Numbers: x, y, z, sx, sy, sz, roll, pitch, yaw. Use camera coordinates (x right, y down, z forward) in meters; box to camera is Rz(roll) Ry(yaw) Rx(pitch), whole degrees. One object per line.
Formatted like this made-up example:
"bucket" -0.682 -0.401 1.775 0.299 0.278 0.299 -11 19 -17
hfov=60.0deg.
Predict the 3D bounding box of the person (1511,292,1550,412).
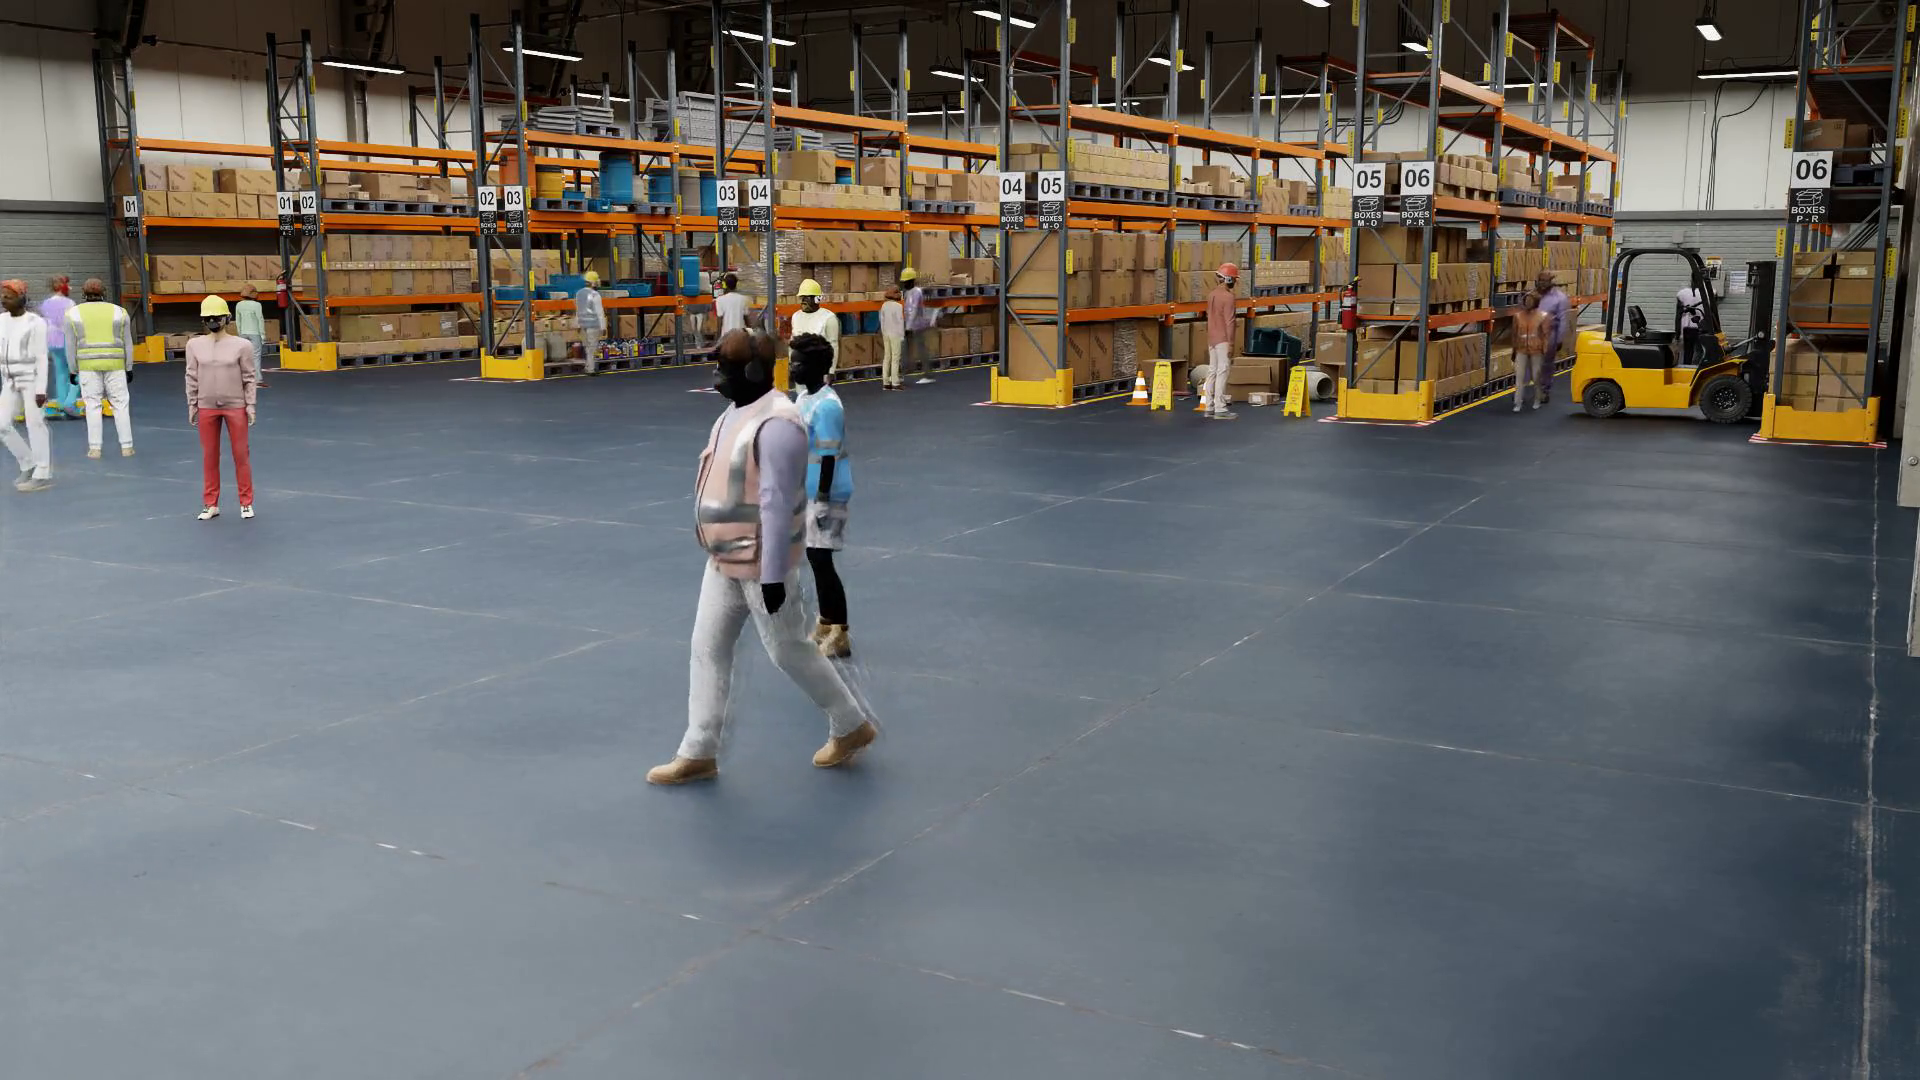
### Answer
"person" 7.684 -2.535 22.367 0.522 1.609 0.798 6 12 33

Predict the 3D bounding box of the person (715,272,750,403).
"person" -3.166 -2.831 23.391 0.522 1.852 0.706 -5 11 -29

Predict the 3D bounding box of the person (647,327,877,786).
"person" -0.766 0.061 6.579 0.917 1.806 0.631 -5 11 -28

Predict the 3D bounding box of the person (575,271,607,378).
"person" -6.233 -3.672 28.400 0.630 1.809 0.587 8 13 41

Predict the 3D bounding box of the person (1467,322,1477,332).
"person" 11.871 -5.266 37.635 1.012 1.858 0.664 9 13 42

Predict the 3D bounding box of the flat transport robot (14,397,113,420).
"flat transport robot" -11.554 -1.686 21.283 1.431 0.197 0.652 -7 12 -35

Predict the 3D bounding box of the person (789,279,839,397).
"person" -1.553 -1.799 17.378 0.600 1.832 0.404 6 11 31

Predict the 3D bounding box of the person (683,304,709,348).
"person" -5.677 -4.794 35.586 0.505 1.609 0.724 3 10 15

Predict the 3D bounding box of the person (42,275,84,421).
"person" -11.264 -2.408 20.938 0.593 1.830 0.449 5 11 25

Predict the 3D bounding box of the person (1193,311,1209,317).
"person" 5.023 -4.540 34.065 0.510 1.610 0.794 0 10 2

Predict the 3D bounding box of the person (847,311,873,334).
"person" -2.105 -4.787 35.125 0.546 1.746 0.526 4 11 24

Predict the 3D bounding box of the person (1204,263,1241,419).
"person" 3.367 -2.532 21.230 0.402 1.986 0.610 -3 10 -18

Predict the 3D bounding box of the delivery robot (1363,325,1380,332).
"delivery robot" 9.377 -4.629 37.407 0.707 0.478 0.477 -1 10 -9

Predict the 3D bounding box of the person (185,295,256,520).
"person" -5.825 -1.039 13.127 0.522 1.769 0.311 -2 10 -12

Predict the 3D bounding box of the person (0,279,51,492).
"person" -8.249 -1.348 14.621 0.621 1.869 0.426 4 10 21

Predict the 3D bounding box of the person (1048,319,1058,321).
"person" 1.942 -4.267 32.056 0.541 1.762 0.330 6 11 31

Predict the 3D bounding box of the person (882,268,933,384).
"person" -0.849 -3.449 26.900 0.906 1.880 0.595 -4 10 -20

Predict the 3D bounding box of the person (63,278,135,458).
"person" -8.865 -1.766 17.161 0.624 1.845 0.430 -6 11 -30

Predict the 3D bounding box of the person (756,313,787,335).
"person" -3.533 -4.108 30.678 0.568 1.904 0.816 5 11 27

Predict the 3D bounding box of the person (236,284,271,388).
"person" -11.201 -3.225 26.312 0.507 1.631 0.265 3 10 19

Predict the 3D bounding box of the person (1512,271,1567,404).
"person" 8.099 -2.811 23.247 0.666 1.850 0.975 6 11 31

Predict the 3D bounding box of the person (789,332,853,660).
"person" -0.724 -0.230 8.631 0.319 1.691 0.536 -3 10 -17

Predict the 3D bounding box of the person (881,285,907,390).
"person" -1.031 -3.136 25.790 0.273 1.631 0.507 -8 13 -39

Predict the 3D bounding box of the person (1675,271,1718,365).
"person" 11.471 -3.305 25.971 0.596 1.909 0.552 6 12 33

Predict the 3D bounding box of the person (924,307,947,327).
"person" -0.567 -5.153 37.076 0.995 1.817 0.517 -8 13 -39
